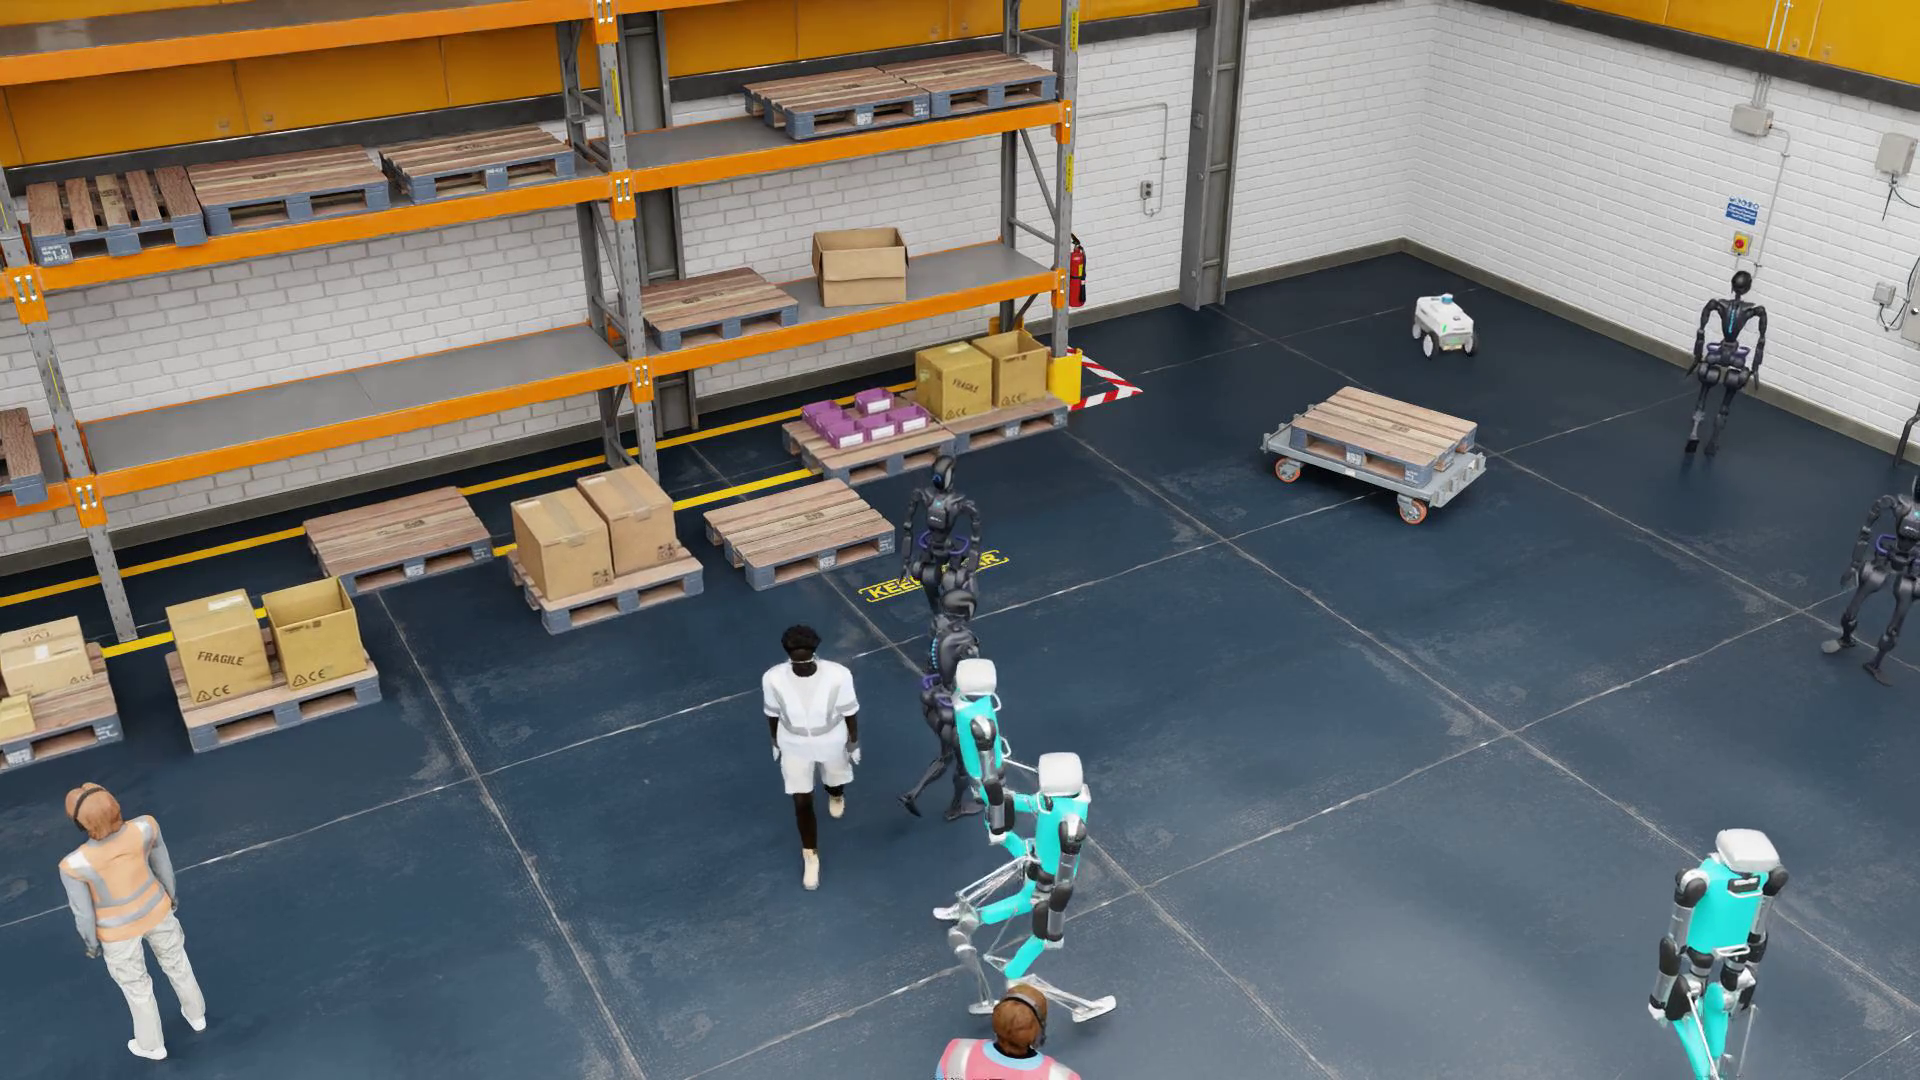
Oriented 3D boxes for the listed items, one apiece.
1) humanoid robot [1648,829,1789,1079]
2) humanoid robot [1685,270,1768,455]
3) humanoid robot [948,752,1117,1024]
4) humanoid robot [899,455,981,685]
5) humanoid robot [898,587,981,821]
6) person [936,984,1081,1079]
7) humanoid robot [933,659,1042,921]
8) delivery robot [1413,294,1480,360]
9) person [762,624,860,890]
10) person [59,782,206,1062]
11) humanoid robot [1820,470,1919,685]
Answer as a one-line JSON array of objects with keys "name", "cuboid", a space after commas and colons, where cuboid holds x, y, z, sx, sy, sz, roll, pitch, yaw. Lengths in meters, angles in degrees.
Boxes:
[{"name": "humanoid robot", "cuboid": [3.506, 2.225, 7.600, 0.552, 1.843, 0.759, -7, 30, -12]}, {"name": "humanoid robot", "cuboid": [6.529, -1.491, 14.179, 0.585, 1.641, 0.439, 16, 33, 26]}, {"name": "humanoid robot", "cuboid": [0.311, 1.804, 8.294, 1.007, 1.749, 0.570, -3, 30, -5]}, {"name": "humanoid robot", "cuboid": [-0.111, 0.146, 11.340, 0.601, 1.633, 0.781, 11, 31, 18]}, {"name": "humanoid robot", "cuboid": [-0.097, 1.006, 9.767, 0.523, 1.635, 0.613, -17, 33, -27]}, {"name": "person", "cuboid": [0.220, 2.563, 6.855, 0.628, 1.835, 0.432, 10, 31, 17]}, {"name": "humanoid robot", "cuboid": [0.356, 1.384, 9.066, 1.017, 1.743, 0.536, -6, 30, -11]}, {"name": "delivery robot", "cuboid": [4.791, -2.129, 16.462, 0.499, 0.604, 0.808, -4, 30, -8]}, {"name": "person", "cuboid": [-0.841, 1.127, 9.553, 0.551, 1.666, 0.730, -1, 29, -1]}, {"name": "person", "cuboid": [-4.094, 1.886, 8.238, 0.306, 1.641, 0.510, 19, 35, 30]}, {"name": "humanoid robot", "cuboid": [6.319, 0.191, 11.213, 0.608, 1.645, 0.478, 18, 34, 29]}]
